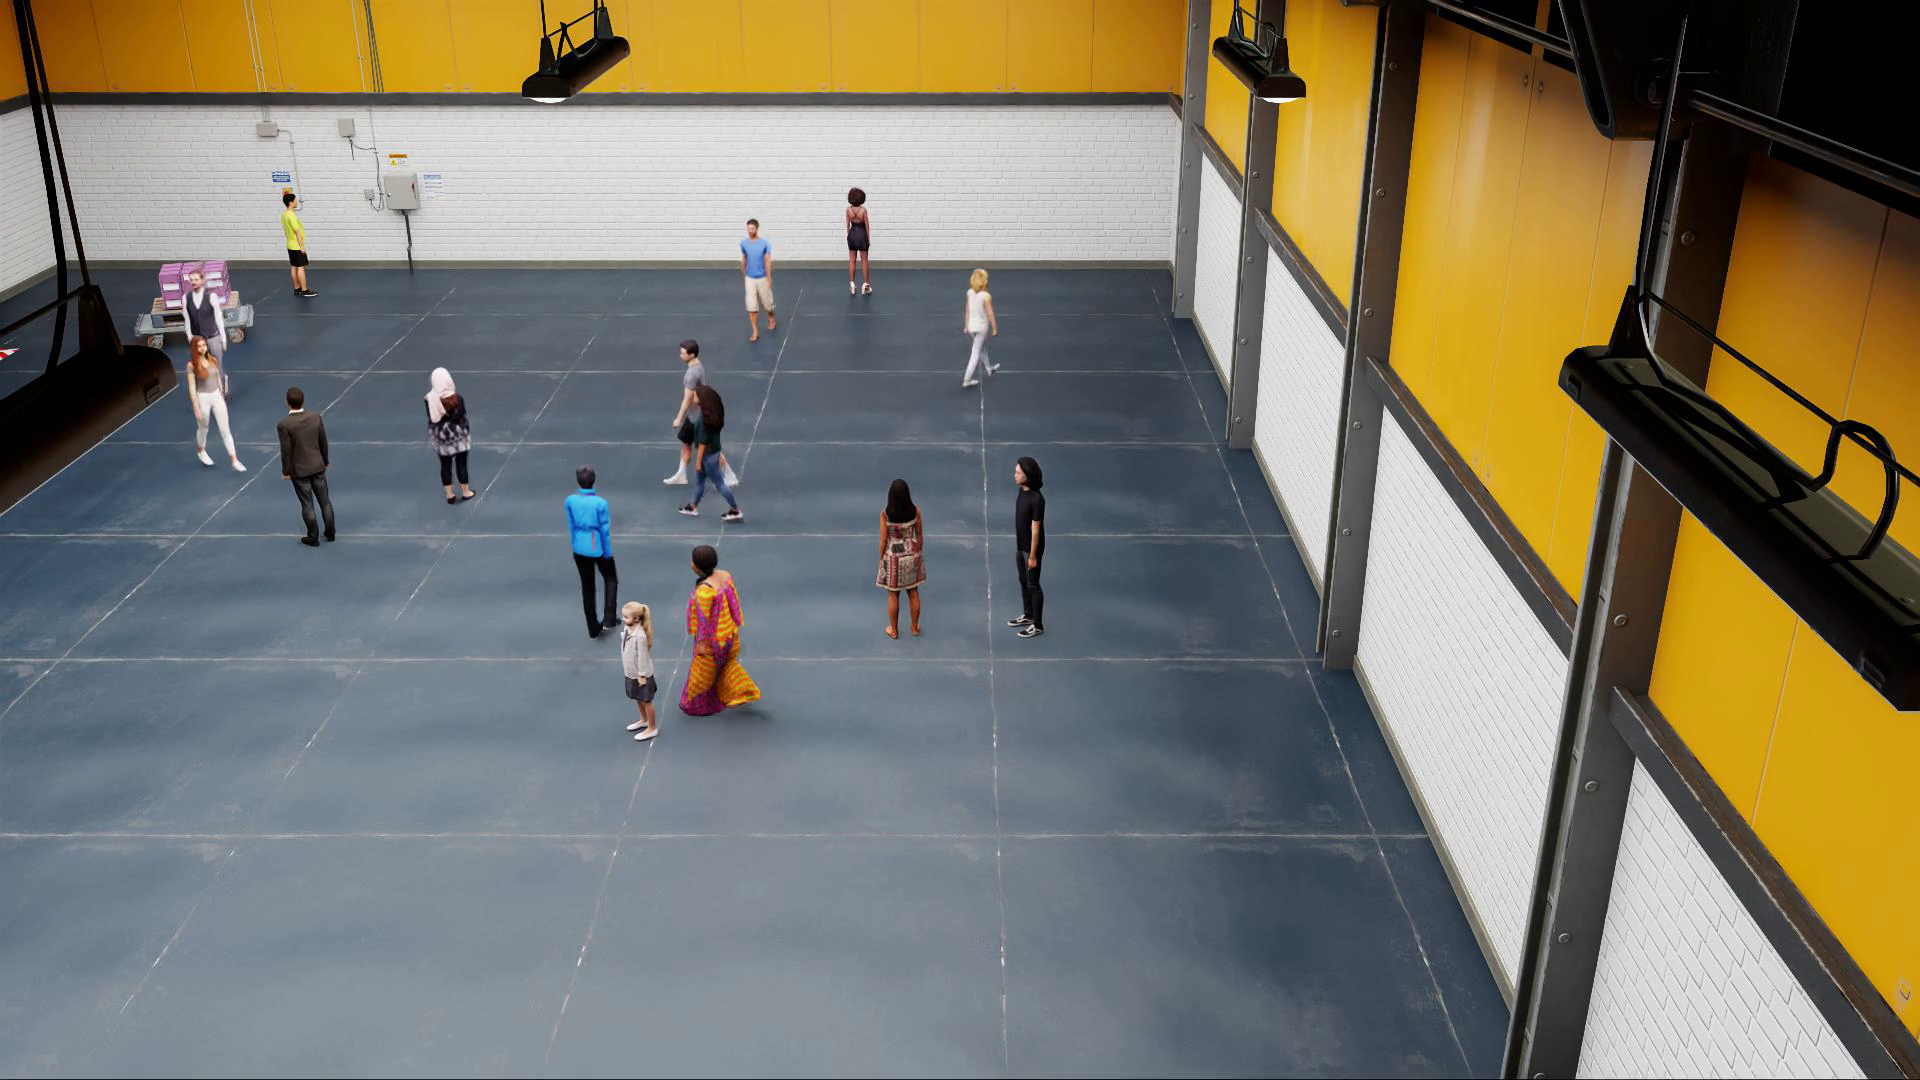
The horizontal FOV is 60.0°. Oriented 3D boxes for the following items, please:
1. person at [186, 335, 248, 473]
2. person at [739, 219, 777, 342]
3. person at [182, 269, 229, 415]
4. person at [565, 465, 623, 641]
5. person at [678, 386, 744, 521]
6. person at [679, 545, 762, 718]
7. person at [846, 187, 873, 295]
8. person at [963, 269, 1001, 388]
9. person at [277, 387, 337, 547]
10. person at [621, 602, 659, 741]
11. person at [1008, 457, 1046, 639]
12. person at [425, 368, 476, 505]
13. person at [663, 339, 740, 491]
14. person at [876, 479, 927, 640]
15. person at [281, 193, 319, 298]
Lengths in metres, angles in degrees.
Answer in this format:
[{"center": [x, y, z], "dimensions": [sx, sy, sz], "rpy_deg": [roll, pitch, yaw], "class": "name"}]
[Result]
[{"center": [-9.225, -1.660, 20.306], "dimensions": [1.117, 1.680, 1.148], "rpy_deg": [17, 29, 34], "class": "person"}, {"center": [-3.093, -4.020, 25.491], "dimensions": [0.727, 1.851, 0.934], "rpy_deg": [3, 24, 7], "class": "person"}, {"center": [-10.121, -2.723, 22.442], "dimensions": [0.666, 1.917, 1.030], "rpy_deg": [-1, 24, -2], "class": "person"}, {"center": [-3.584, 0.153, 16.034], "dimensions": [0.644, 1.780, 0.634], "rpy_deg": [3, 24, 6], "class": "person"}, {"center": [-2.754, -0.941, 18.796], "dimensions": [0.731, 1.572, 0.981], "rpy_deg": [3, 24, 7], "class": "person"}, {"center": [-2.141, 0.808, 14.674], "dimensions": [0.923, 1.669, 1.030], "rpy_deg": [7, 25, 15], "class": "person"}, {"center": [-1.703, -5.010, 27.833], "dimensions": [0.610, 1.789, 0.605], "rpy_deg": [6, 24, 13], "class": "person"}, {"center": [0.208, -2.944, 23.313], "dimensions": [1.071, 1.624, 1.051], "rpy_deg": [-20, 31, -38], "class": "person"}, {"center": [-7.147, -0.812, 18.211], "dimensions": [0.797, 1.804, 0.734], "rpy_deg": [21, 31, 40], "class": "person"}, {"center": [-2.787, 1.118, 14.458], "dimensions": [0.657, 1.275, 0.586], "rpy_deg": [-16, 28, -32], "class": "person"}, {"center": [0.687, 0.045, 16.223], "dimensions": [0.740, 1.827, 0.582], "rpy_deg": [-8, 25, -18], "class": "person"}, {"center": [-5.943, -1.213, 19.335], "dimensions": [0.619, 1.638, 0.608], "rpy_deg": [0, 24, -1], "class": "person"}, {"center": [-2.992, -1.450, 19.623], "dimensions": [0.793, 1.842, 1.105], "rpy_deg": [-2, 24, -4], "class": "person"}, {"center": [-0.570, 0.173, 16.156], "dimensions": [0.707, 1.645, 0.635], "rpy_deg": [-7, 25, -15], "class": "person"}, {"center": [-11.085, -4.925, 27.741], "dimensions": [0.752, 1.708, 0.690], "rpy_deg": [-22, 32, -40], "class": "person"}]
